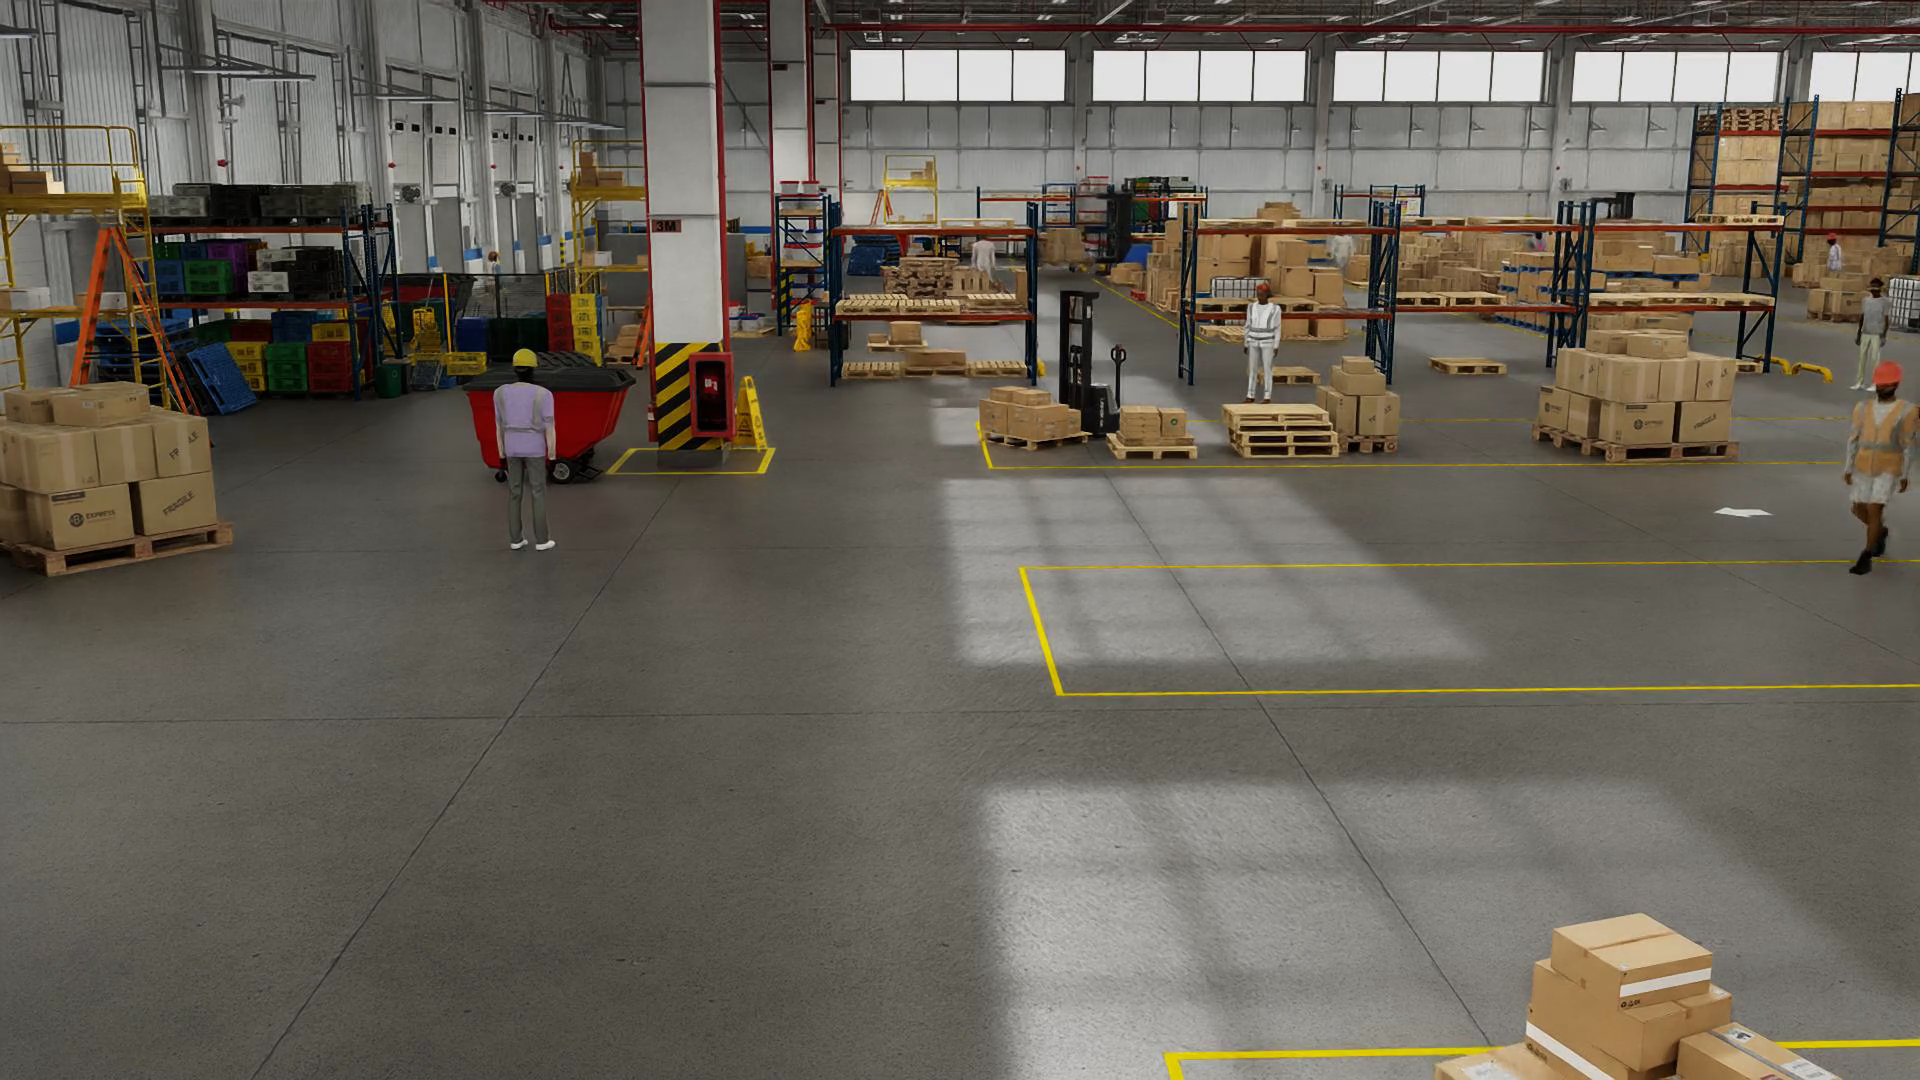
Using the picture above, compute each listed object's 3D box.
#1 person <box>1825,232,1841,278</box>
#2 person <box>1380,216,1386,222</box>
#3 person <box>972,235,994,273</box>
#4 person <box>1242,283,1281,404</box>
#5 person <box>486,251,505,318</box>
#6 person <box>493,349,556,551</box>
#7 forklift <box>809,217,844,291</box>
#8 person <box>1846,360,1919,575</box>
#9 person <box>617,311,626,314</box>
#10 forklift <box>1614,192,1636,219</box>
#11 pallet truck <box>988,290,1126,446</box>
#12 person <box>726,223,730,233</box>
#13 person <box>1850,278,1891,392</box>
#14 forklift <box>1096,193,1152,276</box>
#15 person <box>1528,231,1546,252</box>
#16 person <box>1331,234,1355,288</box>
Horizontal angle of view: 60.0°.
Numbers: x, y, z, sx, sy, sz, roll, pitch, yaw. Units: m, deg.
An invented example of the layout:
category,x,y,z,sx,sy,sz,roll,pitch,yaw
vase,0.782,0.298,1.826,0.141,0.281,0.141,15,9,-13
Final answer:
category,x,y,z,sx,sy,sz,roll,pitch,yaw
person,23.958,-7.481,45.689,0.473,1.913,0.591,9,15,35
person,15.318,-10.721,60.151,0.423,1.978,0.646,7,14,28
person,0.654,-7.781,47.123,0.636,1.885,1.036,-1,13,-6
person,4.614,-2.987,25.467,0.573,1.887,0.354,8,15,32
person,-11.449,-6.267,40.865,0.526,1.631,0.320,11,16,40
person,-4.102,-0.850,15.763,0.581,1.919,0.392,1,13,4
forklift,-4.375,-8.619,48.637,1.873,2.768,1.129,0,12,-2
person,8.270,-0.668,14.938,0.731,1.915,0.551,-10,16,-38
person,-8.646,-6.628,42.441,0.531,1.665,0.867,3,13,11
forklift,23.984,-11.175,60.176,1.873,2.768,1.129,0,12,-2
pallet truck,1.257,-2.299,22.111,1.885,1.965,0.823,-9,15,-35
person,-7.703,-9.482,54.701,0.366,1.926,0.593,2,13,11
person,14.932,-3.359,27.229,0.331,1.861,0.503,-7,14,-28
forklift,5.681,-10.456,56.928,1.873,2.768,1.129,0,12,-2
person,17.994,-8.800,51.951,0.616,1.793,0.992,-6,14,-25
person,11.793,-8.675,51.131,0.635,1.886,1.004,-3,13,-13
